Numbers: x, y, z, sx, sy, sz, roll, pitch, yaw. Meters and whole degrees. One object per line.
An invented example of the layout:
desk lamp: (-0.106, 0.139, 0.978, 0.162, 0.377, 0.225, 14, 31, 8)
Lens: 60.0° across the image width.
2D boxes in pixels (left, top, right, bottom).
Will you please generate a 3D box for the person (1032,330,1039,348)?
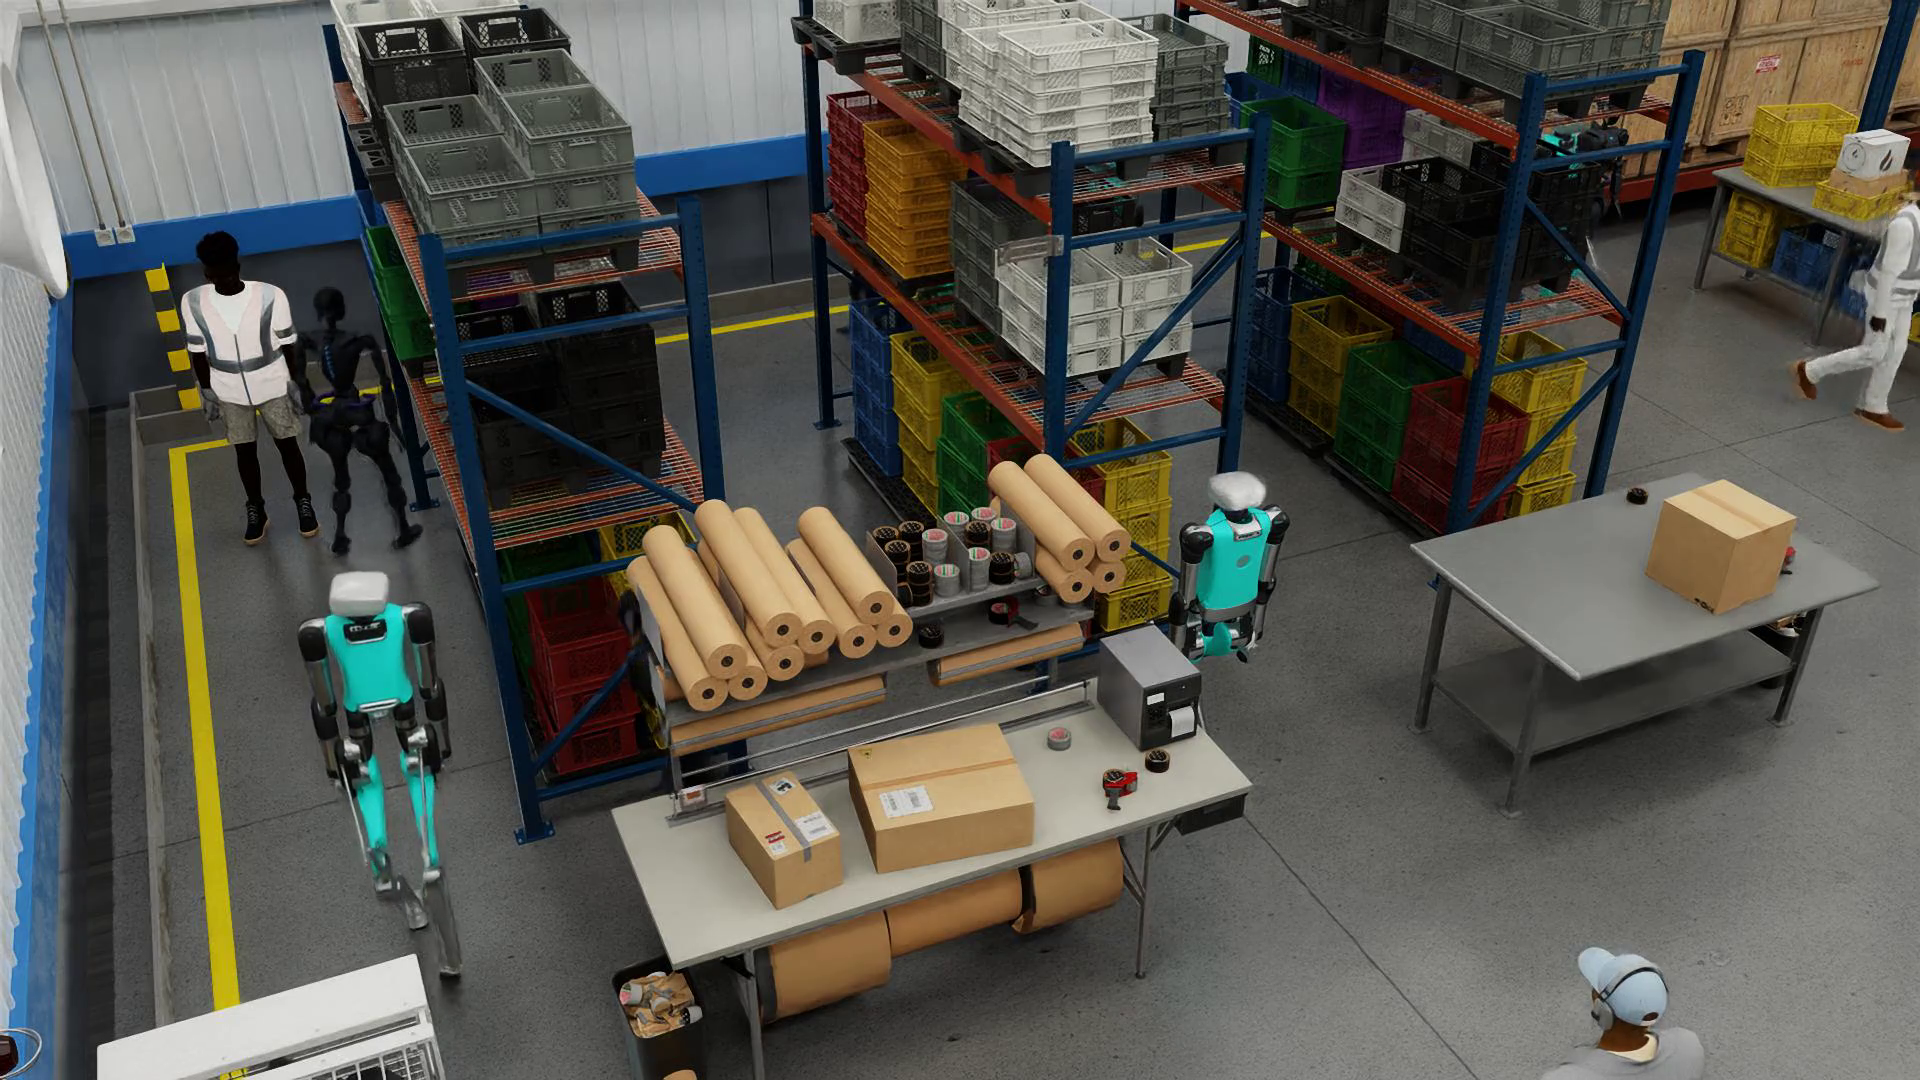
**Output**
person: (0.539, -2.325, 12.052, 0.359, 2.046, 0.613, -22, 38, -32)

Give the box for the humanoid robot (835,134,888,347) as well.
humanoid robot: (-0.699, -2.162, 12.154, 0.459, 1.640, 0.611, -3, 32, -5)

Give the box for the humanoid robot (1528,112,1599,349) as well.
humanoid robot: (4.401, -2.161, 12.132, 0.541, 1.857, 0.664, -18, 36, -27)

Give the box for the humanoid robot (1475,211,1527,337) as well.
humanoid robot: (3.658, -1.847, 11.622, 0.589, 1.645, 0.383, -19, 36, -27)

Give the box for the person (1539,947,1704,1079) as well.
person: (1.935, 1.994, 5.222, 0.596, 1.850, 0.397, -12, 34, -19)

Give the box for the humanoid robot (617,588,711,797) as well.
humanoid robot: (-1.193, 0.875, 7.233, 0.545, 1.656, 0.601, -7, 32, -11)

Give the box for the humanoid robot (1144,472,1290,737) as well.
humanoid robot: (1.118, 0.340, 7.892, 0.533, 1.674, 0.735, -13, 34, -20)

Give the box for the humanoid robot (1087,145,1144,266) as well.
humanoid robot: (1.127, -2.198, 12.198, 0.543, 1.812, 0.801, 12, 34, 18)

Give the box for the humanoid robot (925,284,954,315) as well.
humanoid robot: (-0.064, -2.035, 11.867, 0.823, 1.769, 0.552, 1, 32, 1)

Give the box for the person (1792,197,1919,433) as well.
person: (6.172, -1.645, 11.129, 0.581, 1.862, 0.697, -25, 40, -35)

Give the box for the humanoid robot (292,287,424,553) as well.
humanoid robot: (-3.577, -0.685, 9.740, 0.585, 1.637, 0.403, 0, 32, 0)

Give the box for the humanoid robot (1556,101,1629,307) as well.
humanoid robot: (4.872, -2.634, 12.890, 0.599, 1.657, 0.315, -13, 34, -20)

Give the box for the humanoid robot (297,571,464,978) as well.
humanoid robot: (-2.334, 1.081, 6.904, 0.551, 1.879, 0.792, -11, 33, -17)

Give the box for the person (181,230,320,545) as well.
person: (-4.172, -0.890, 9.806, 0.601, 1.958, 0.376, -8, 32, -13)
